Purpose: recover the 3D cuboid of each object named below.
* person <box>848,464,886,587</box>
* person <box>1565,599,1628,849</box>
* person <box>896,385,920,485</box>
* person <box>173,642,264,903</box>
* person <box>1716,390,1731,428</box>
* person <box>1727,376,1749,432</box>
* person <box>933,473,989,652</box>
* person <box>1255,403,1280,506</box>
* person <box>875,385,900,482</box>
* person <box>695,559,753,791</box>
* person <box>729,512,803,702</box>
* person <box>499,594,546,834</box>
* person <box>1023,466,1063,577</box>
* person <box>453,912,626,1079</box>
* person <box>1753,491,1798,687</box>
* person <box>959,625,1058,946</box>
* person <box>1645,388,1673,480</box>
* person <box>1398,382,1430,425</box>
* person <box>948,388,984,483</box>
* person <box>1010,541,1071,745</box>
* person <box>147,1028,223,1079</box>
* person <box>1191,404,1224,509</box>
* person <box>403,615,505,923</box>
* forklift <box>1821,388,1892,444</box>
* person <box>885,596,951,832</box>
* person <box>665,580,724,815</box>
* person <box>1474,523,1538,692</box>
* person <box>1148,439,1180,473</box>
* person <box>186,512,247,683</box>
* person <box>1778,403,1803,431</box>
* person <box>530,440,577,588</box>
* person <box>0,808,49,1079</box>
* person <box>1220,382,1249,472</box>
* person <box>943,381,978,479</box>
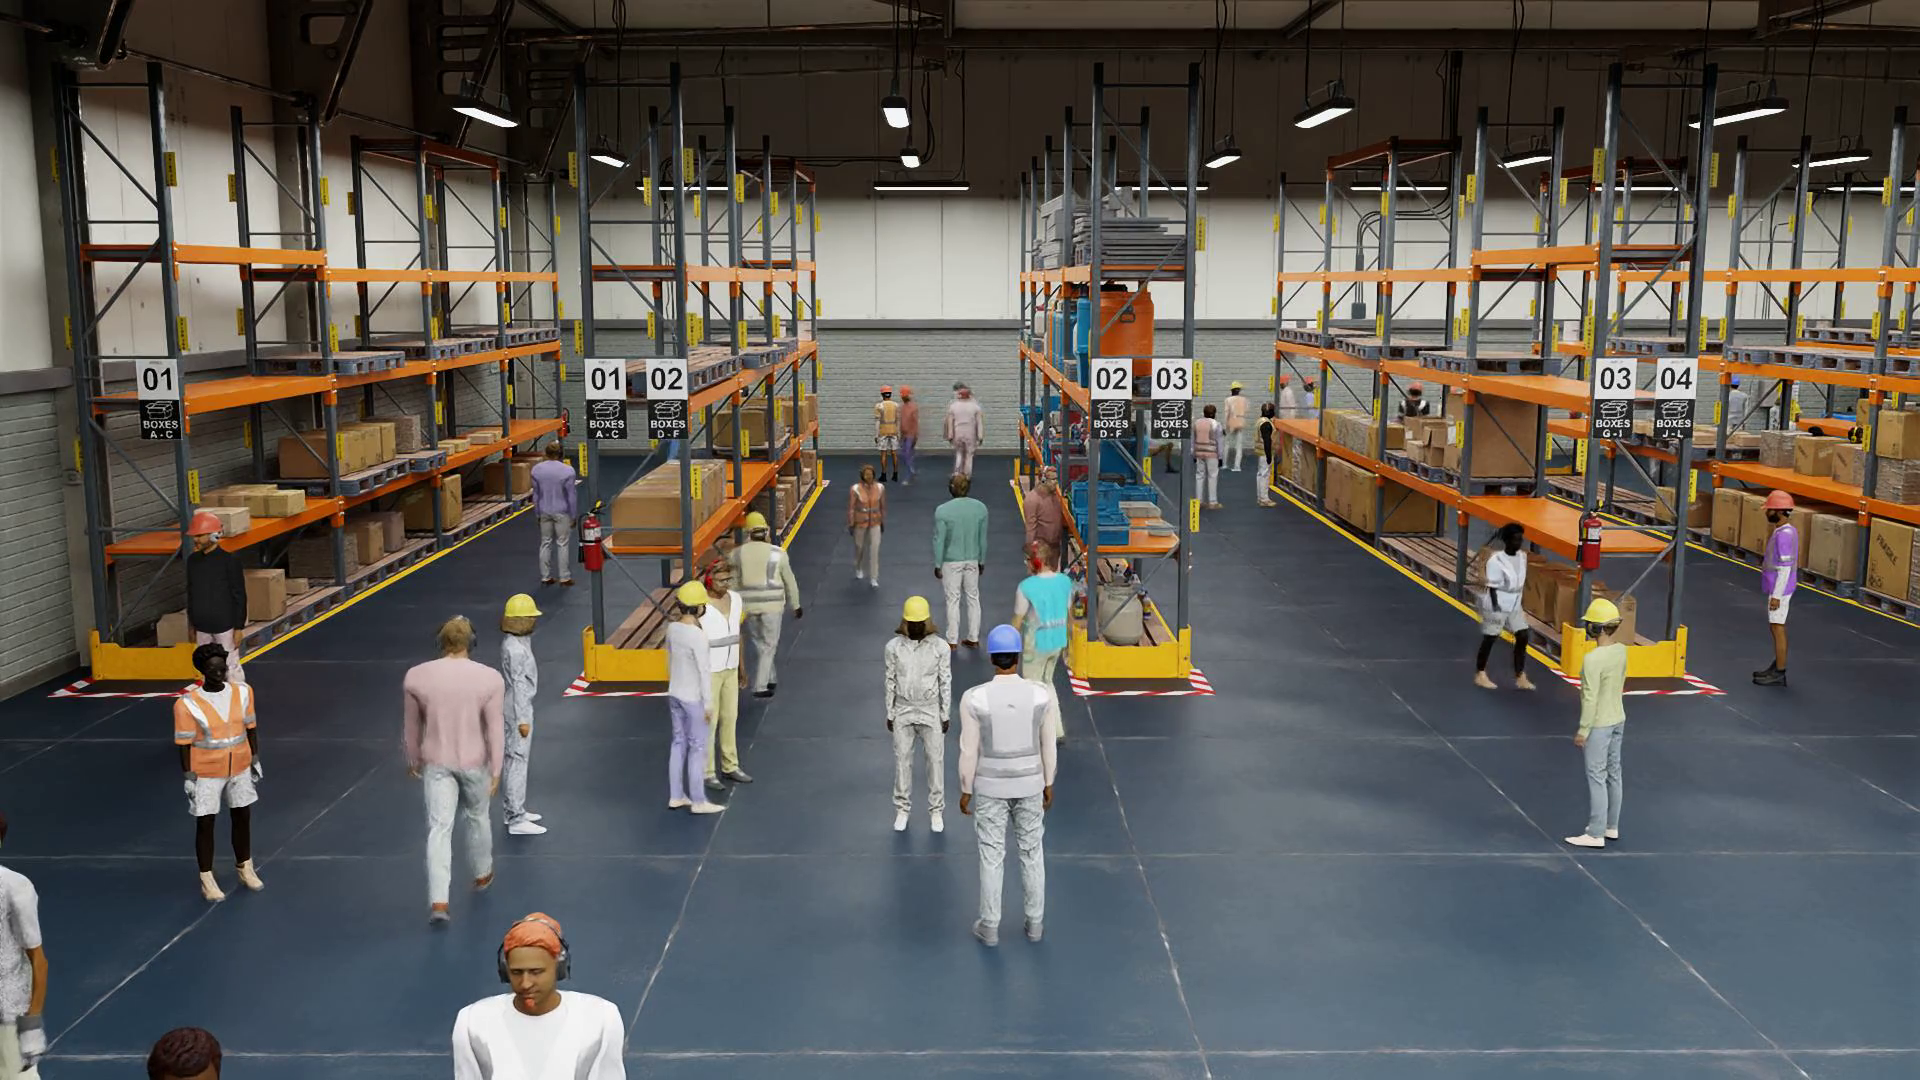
[{"bbox_3d":[-1.247,-0.222,21.962,0.525,1.607,0.776,-2,9,-15],"label":"person"},{"bbox_3d":[4.499,1.289,11.728,0.524,1.769,0.325,-8,12,-41],"label":"person"},{"bbox_3d":[-1.012,-2.051,32.583,0.493,1.968,0.625,-6,11,-36],"label":"person"},{"bbox_3d":[-4.779,1.484,10.734,0.319,1.690,0.535,8,12,41],"label":"person"},{"bbox_3d":[16.732,-2.478,36.436,0.286,1.625,0.493,0,9,-3],"label":"person"},{"bbox_3d":[16.637,-2.544,35.807,0.605,1.948,0.385,0,9,2],"label":"person"},{"bbox_3d":[0.006,0.240,17.946,0.626,1.933,0.370,-4,10,-26],"label":"person"},{"bbox_3d":[5.461,-1.524,29.589,0.429,1.844,0.627,0,9,1],"label":"person"},{"bbox_3d":[-1.448,-2.124,33.161,0.542,1.931,0.366,-3,9,-21],"label":"person"},{"bbox_3d":[-1.916,1.050,13.075,0.410,1.831,0.569,6,11,35],"label":"person"},{"bbox_3d":[-1.862,0.628,15.867,0.647,1.795,0.624,3,9,16],"label":"person"},{"bbox_3d":[-3.173,1.249,12.063,0.324,1.743,0.490,-3,9,-18],"label":"person"},{"bbox_3d":[0.980,0.096,19.006,0.401,1.900,0.646,6,11,34],"label":"person"},{"bbox_3d":[-1.419,2.176,5.653,0.575,1.883,0.362,-1,9,-8],"label":"person"},{"bbox_3d":[8.040,0.476,16.413,0.373,1.934,0.551,4,10,27],"label":"person"},{"bbox_3d":[0.286,1.472,10.001,0.602,1.938,0.401,-2,9,-11],"label":"person"},{"bbox_3d":[14.125,-2.177,33.503,0.648,1.929,0.615,-9,12,-44],"label":"person"},{"bbox_3d":[9.050,-2.138,33.107,0.631,1.979,1.070,6,11,33],"label":"person"},{"bbox_3d":[0.119,-2.048,32.849,0.694,1.875,0.505,2,9,13],"label":"person"},{"bbox_3d":[0.673,0.907,13.982,0.572,1.828,0.483,-9,12,-44],"label":"person"},{"bbox_3d":[-2.173,2.295,4.778,0.600,1.915,0.376,-6,11,-35],"label":"person"},{"bbox_3d":[4.364,-1.464,29.202,0.634,1.841,0.429,8,12,41],"label":"person"},{"bbox_3d":[-3.188,1.421,10.510,0.643,1.897,1.018,-2,9,-10],"label":"person"},{"bbox_3d":[20.072,-3.110,36.462,1.873,2.768,1.129,0,9,0],"label":"forklift"},{"bbox_3d":[-0.306,1.257,12.041,0.485,1.737,0.322,1,9,6],"label":"person"},{"bbox_3d":[-2.004,1.175,12.477,0.330,1.766,0.532,-8,12,-42],"label":"person"},{"bbox_3d":[5.321,0.661,16.076,0.587,1.662,0.715,-5,10,-31],"label":"person"},{"bbox_3d":[4.201,-2.336,34.566,0.726,1.924,0.555,2,9,15],"label":"person"},{"bbox_3d":[-6.502,0.743,14.512,0.612,1.994,0.395,4,10,22],"label":"person"},{"bbox_3d":[14.782,-1.526,29.629,0.404,1.832,0.600,1,9,6],"label":"person"},{"bbox_3d":[-5.280,-0.335,21.674,0.623,1.932,0.371,2,9,12],"label":"person"},{"bbox_3d":[-4.004,1.985,6.923,0.520,1.873,0.335,5,10,28],"label":"person"},{"bbox_3d":[5.770,-2.388,35.053,0.621,1.876,0.838,-2,9,-16],"label":"person"},{"bbox_3d":[-0.054,-2.182,33.181,0.700,2.000,1.003,8,12,40],"label":"person"}]
